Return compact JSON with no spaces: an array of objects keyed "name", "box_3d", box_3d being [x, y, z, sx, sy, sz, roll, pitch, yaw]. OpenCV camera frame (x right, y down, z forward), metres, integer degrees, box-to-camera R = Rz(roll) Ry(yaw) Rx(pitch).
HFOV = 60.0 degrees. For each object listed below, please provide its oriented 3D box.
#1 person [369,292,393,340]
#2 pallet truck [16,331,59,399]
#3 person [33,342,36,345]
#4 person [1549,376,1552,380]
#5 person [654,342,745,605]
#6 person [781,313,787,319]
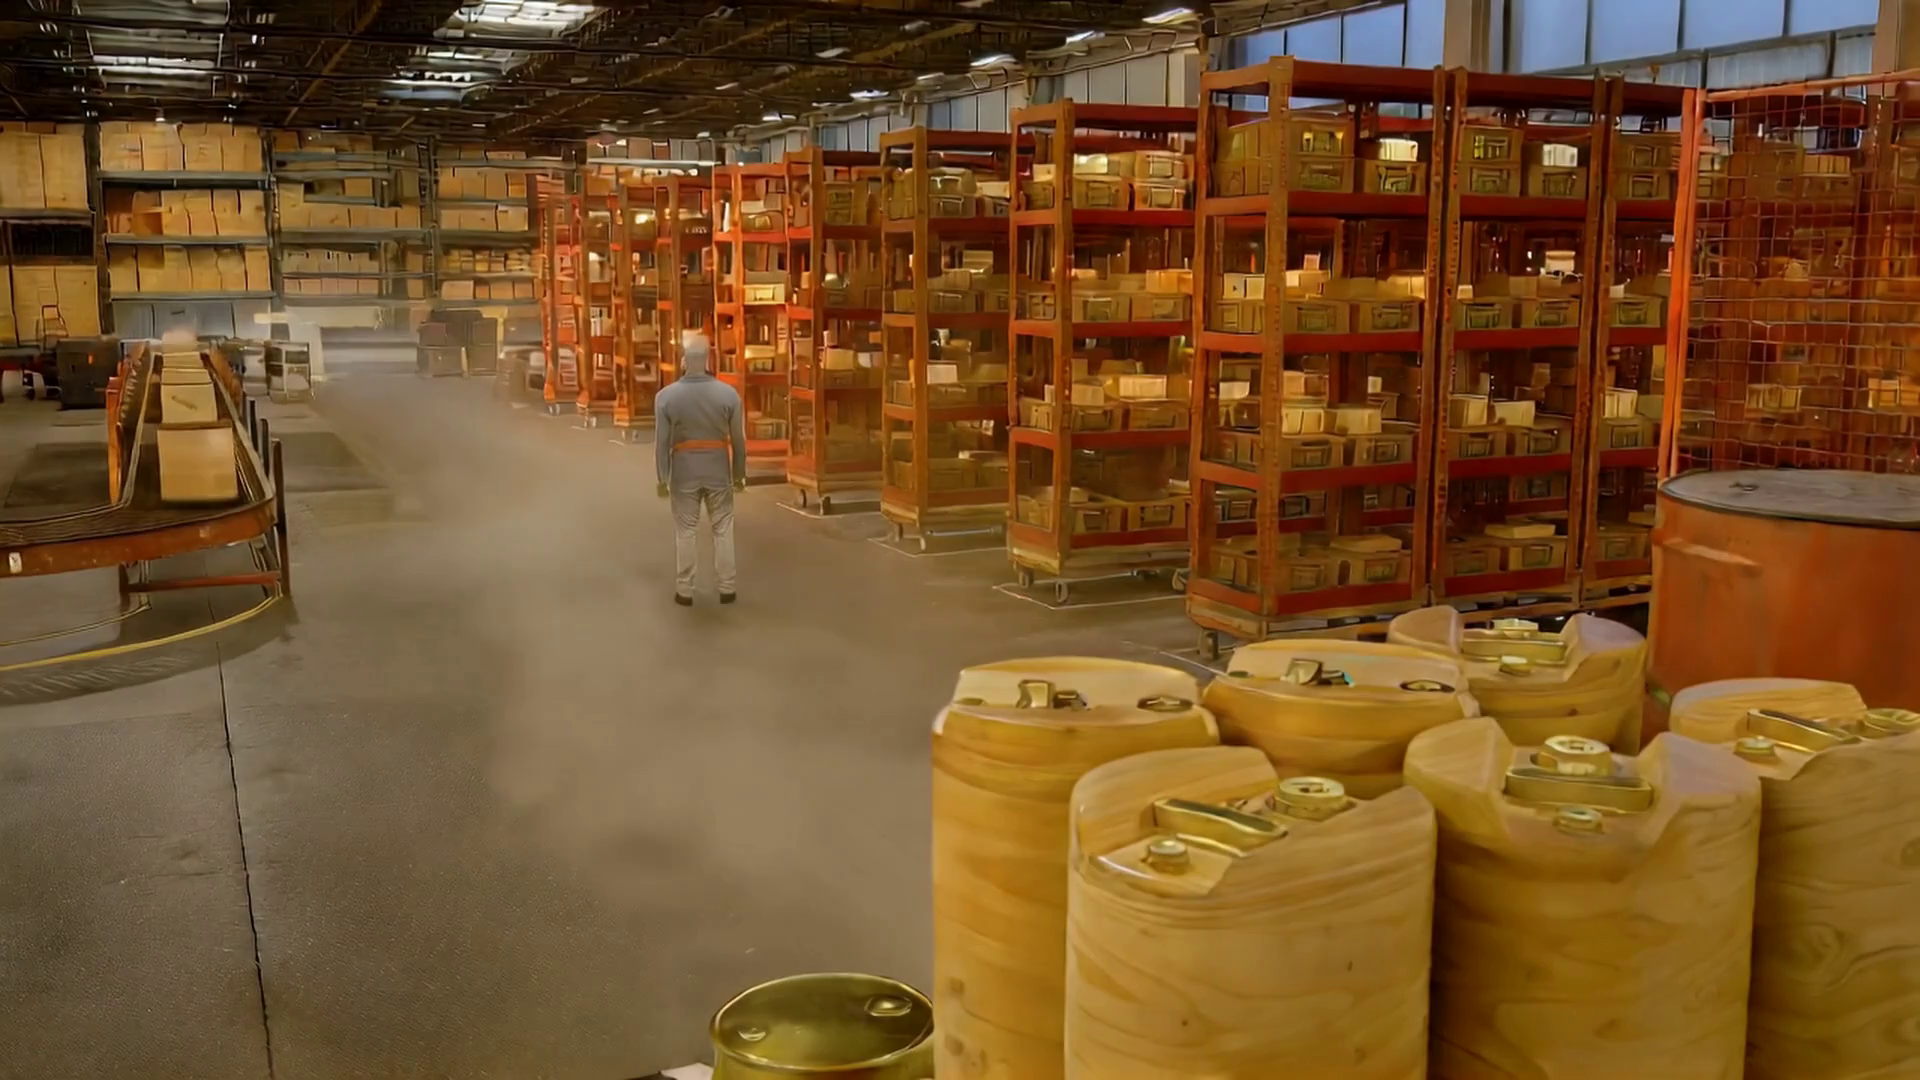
[{"name":"person","box_3d":[-19.365,-7.366,55.296,1.003,1.760,0.605,-3,10,-18]},{"name":"pallet truck","box_3d":[-17.082,-3.353,31.781,1.630,1.274,0.653,-4,10,-25]},{"name":"person","box_3d":[-24.246,-5.456,43.795,0.266,1.631,0.507,8,12,40]},{"name":"person","box_3d":[8.972,-2.673,25.891,0.436,1.834,0.589,-6,11,-31]},{"name":"person","box_3d":[-1.887,-0.479,12.079,0.651,1.904,0.403,-2,9,-14]},{"name":"person","box_3d":[-4.652,-5.975,45.945,0.611,1.985,0.414,-6,11,-31]}]
